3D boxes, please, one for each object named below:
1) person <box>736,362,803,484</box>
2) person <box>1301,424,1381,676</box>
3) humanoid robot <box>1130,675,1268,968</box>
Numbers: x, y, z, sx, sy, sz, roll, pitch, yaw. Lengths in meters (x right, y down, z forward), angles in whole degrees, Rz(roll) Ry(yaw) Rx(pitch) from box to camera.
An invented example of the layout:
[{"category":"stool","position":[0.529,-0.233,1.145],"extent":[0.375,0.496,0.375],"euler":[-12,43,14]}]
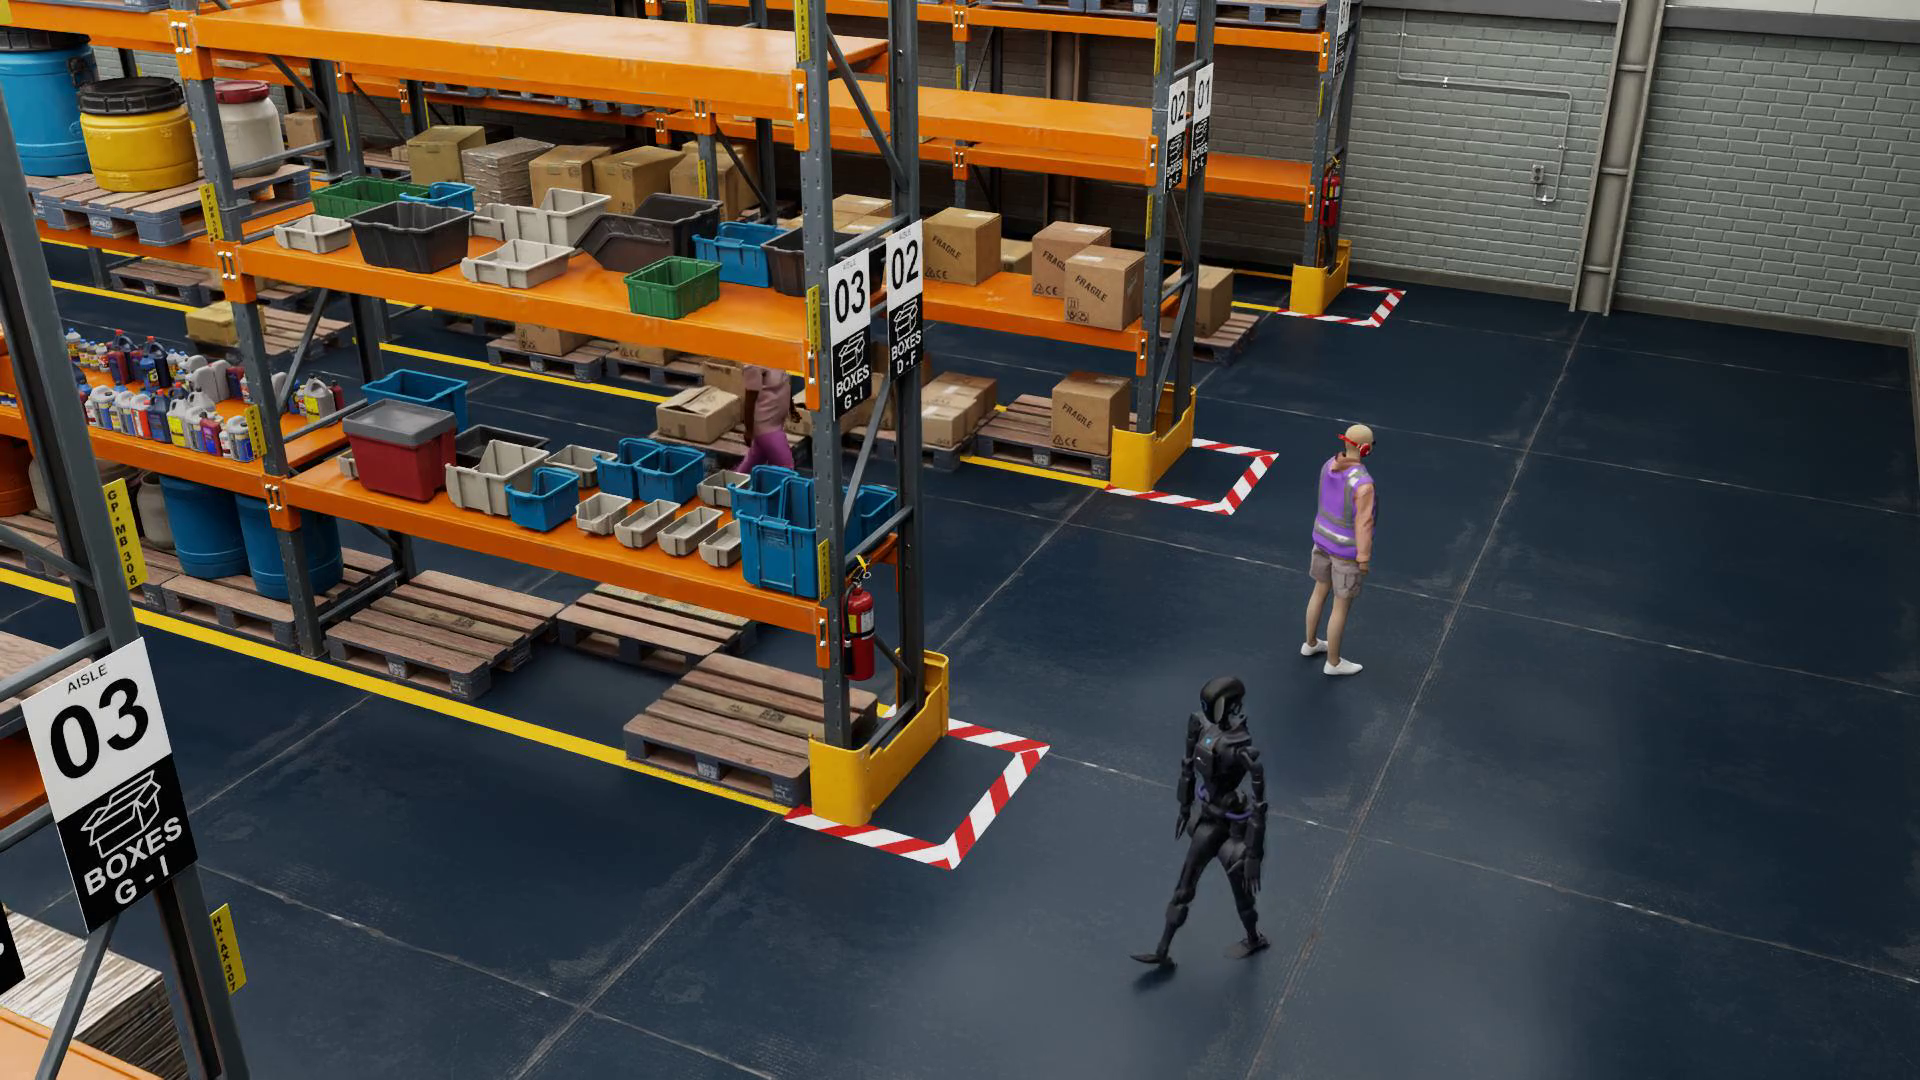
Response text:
[{"category":"person","position":[-1.436,-0.891,12.432],"extent":[0.936,1.752,0.541],"euler":[7,27,14]},{"category":"person","position":[2.427,0.057,10.590],"extent":[0.351,1.688,0.489],"euler":[-11,28,-21]},{"category":"humanoid robot","position":[1.229,1.394,7.937],"extent":[0.759,1.629,0.607],"euler":[-16,30,-29]}]
